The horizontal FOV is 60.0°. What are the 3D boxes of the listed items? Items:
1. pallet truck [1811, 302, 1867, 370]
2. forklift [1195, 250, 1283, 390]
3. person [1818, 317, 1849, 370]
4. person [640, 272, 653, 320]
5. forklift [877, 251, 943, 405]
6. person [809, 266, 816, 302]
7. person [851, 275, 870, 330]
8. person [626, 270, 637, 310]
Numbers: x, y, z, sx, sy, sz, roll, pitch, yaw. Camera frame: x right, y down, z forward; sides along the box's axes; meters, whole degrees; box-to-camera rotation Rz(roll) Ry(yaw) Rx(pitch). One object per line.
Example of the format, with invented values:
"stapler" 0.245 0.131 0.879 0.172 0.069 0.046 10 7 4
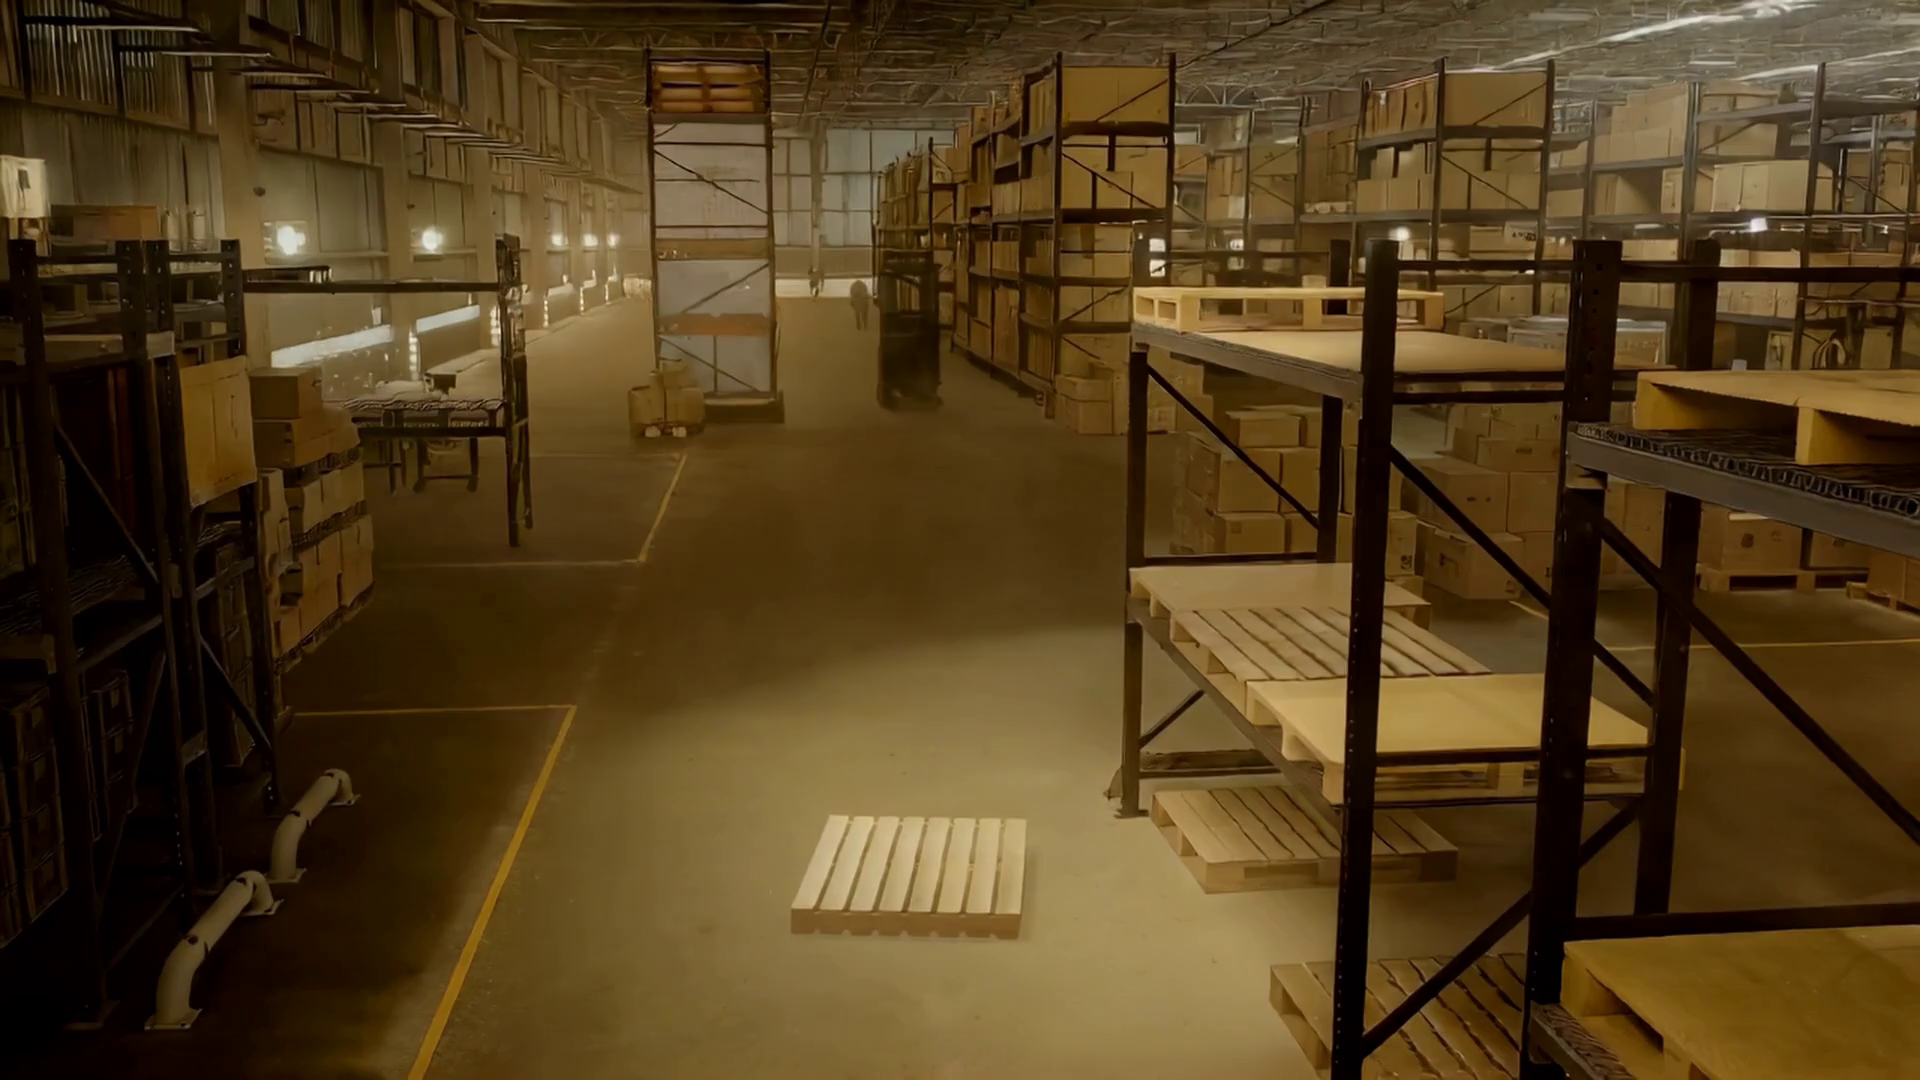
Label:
"pallet truck" 15.846 -3.142 28.793 1.885 1.965 0.823 2 10 12
"forklift" 5.730 -4.545 34.115 1.129 2.768 1.873 8 13 37
"person" 12.805 -2.318 24.479 0.385 1.910 0.592 6 12 30
"person" -11.877 -9.274 63.287 0.582 1.799 0.929 -3 11 -18
"forklift" -0.972 -3.973 30.949 1.129 2.768 1.873 -1 10 -6
"person" -7.275 -12.618 81.999 0.337 1.742 0.561 -2 11 -13
"person" -3.334 -7.986 55.996 0.673 1.856 0.991 -3 11 -16
"person" -14.202 -10.800 71.957 0.480 1.733 0.337 -7 12 -34
